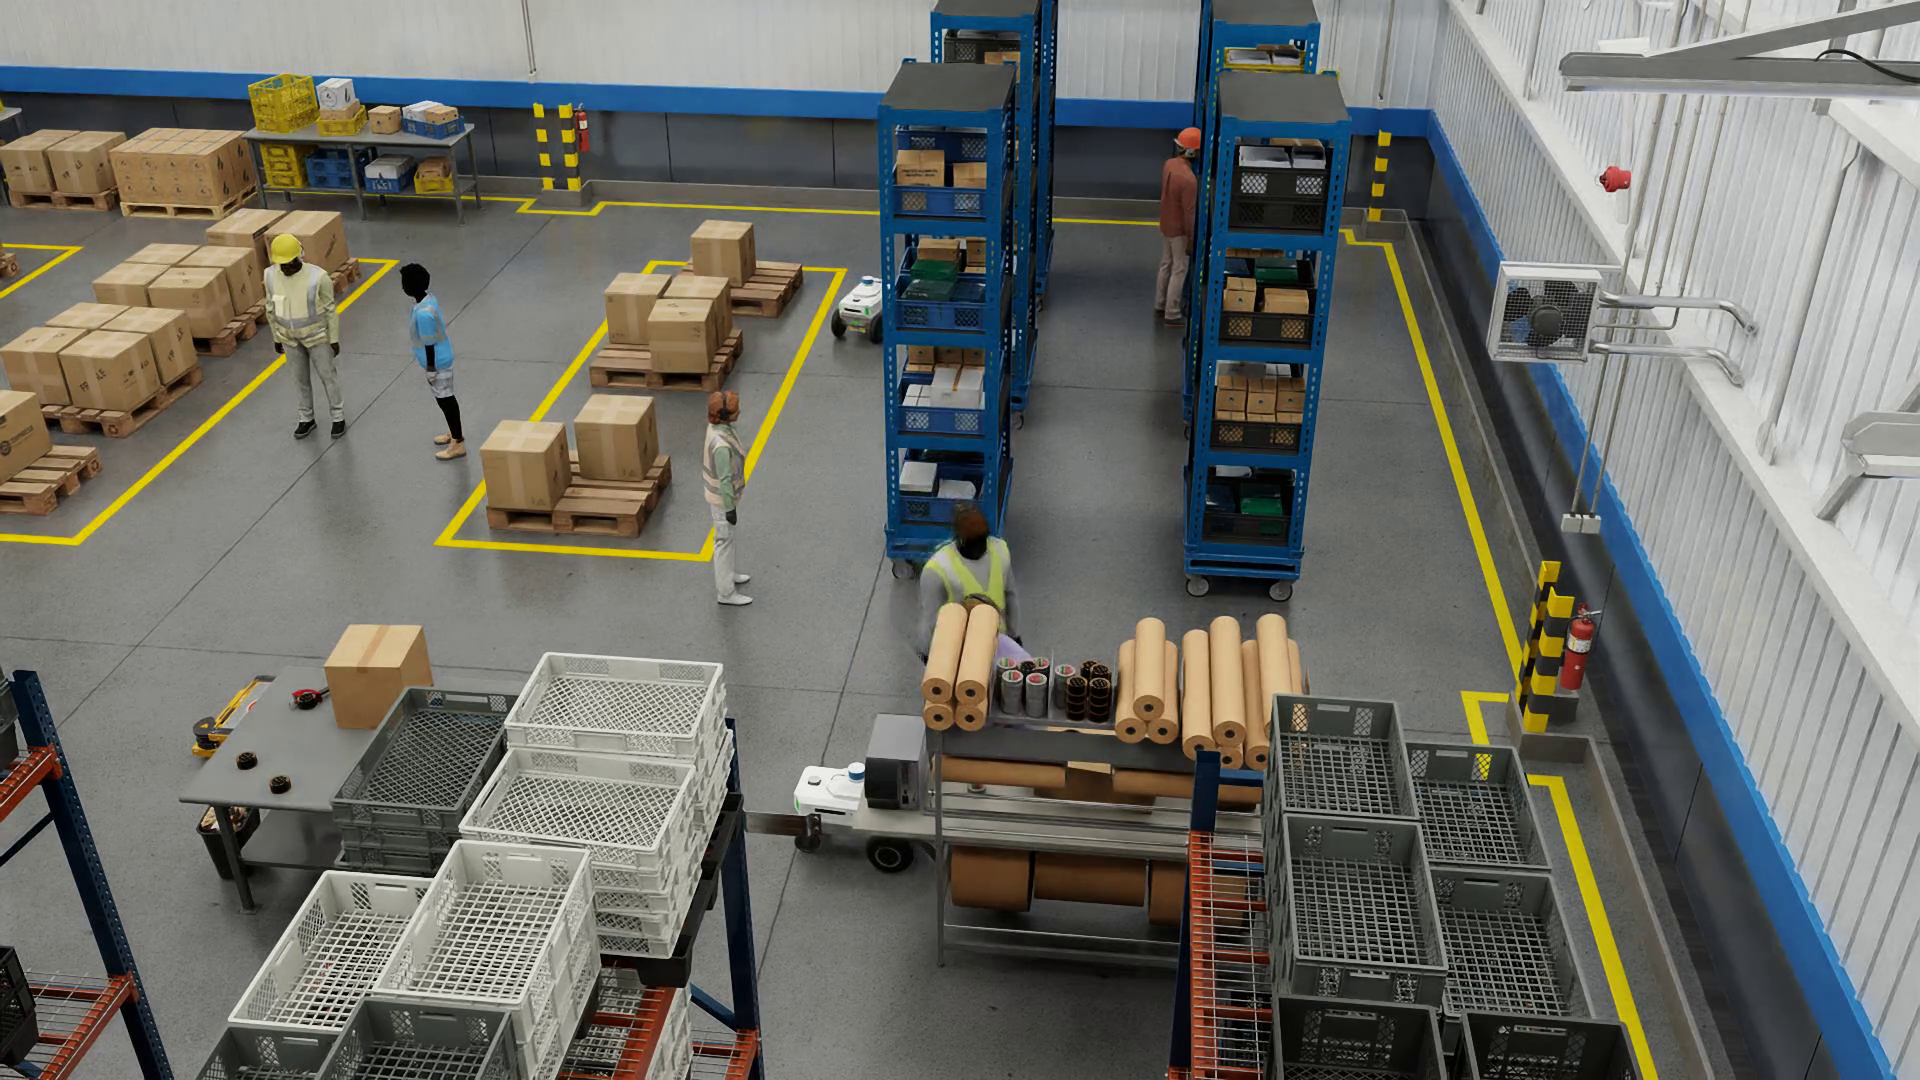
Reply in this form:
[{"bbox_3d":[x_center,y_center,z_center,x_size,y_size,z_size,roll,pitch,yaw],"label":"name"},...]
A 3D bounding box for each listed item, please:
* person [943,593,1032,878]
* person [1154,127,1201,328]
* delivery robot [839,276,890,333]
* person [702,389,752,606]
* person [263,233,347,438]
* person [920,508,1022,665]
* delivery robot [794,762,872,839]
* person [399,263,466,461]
[{"bbox_3d":[0.127,1.103,9.123,0.626,1.931,0.374,19,35,29],"label":"person"},{"bbox_3d":[2.145,-3.034,16.172,0.403,1.982,0.627,-9,31,-15],"label":"person"},{"bbox_3d":[-0.893,-2.346,16.306,0.477,0.478,0.707,12,33,20],"label":"delivery robot"},{"bbox_3d":[-1.661,-0.309,11.835,0.317,1.632,0.518,-5,31,-9],"label":"person"},{"bbox_3d":[-5.551,-1.729,14.083,0.586,1.825,0.403,1,30,1],"label":"person"},{"bbox_3d":[0.076,0.588,10.142,0.640,1.789,0.970,-22,37,-33],"label":"person"},{"bbox_3d":[-0.595,1.515,9.674,0.707,0.478,0.477,6,31,10],"label":"delivery robot"},{"bbox_3d":[-4.369,-1.495,13.814,0.322,1.691,0.534,-9,31,-15],"label":"person"}]
